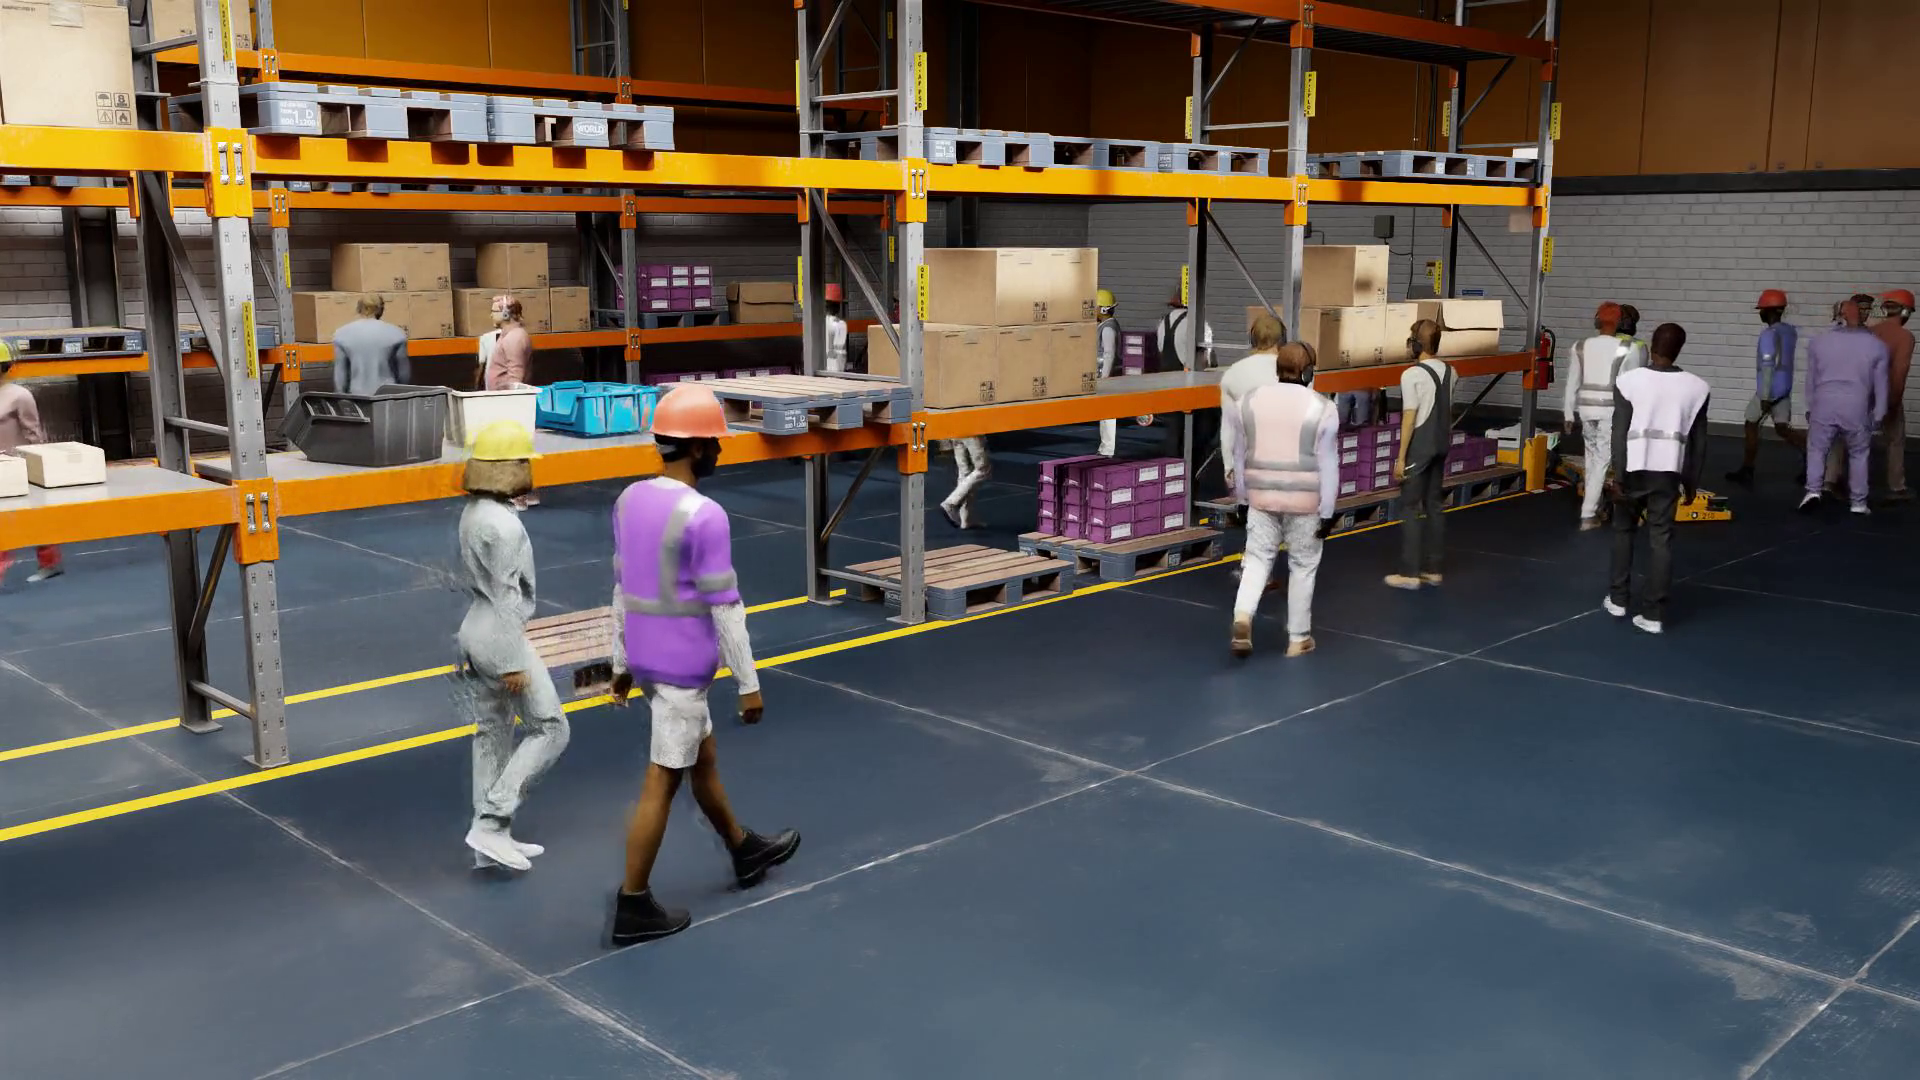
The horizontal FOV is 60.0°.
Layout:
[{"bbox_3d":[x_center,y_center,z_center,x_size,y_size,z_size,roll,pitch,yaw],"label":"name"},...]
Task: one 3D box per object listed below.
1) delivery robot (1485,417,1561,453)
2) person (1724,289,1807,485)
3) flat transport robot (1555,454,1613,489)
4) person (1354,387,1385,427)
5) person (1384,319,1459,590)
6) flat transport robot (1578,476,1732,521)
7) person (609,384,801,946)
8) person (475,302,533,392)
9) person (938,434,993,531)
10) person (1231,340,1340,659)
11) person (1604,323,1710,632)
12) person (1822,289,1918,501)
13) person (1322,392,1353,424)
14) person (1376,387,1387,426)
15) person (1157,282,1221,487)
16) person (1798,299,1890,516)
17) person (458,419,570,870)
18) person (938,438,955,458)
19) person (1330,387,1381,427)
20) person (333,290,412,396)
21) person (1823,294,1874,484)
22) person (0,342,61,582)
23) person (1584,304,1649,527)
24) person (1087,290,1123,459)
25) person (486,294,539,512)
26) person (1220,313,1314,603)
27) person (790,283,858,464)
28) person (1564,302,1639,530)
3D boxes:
[{"bbox_3d":[5.728,-1.009,16.946,0.707,0.478,0.477,5,12,26],"label":"delivery robot"},{"bbox_3d":[7.905,-1.450,15.969,0.564,1.902,0.895,-7,13,-35],"label":"person"},{"bbox_3d":[6.196,-0.640,15.965,0.652,0.197,1.431,2,11,9],"label":"flat transport robot"},{"bbox_3d":[4.591,-2.042,19.068,0.605,1.941,0.794,-5,12,-27],"label":"person"},{"bbox_3d":[3.167,-0.582,11.356,0.517,1.843,0.327,-7,12,-33],"label":"person"},{"bbox_3d":[6.039,-0.376,14.521,0.652,0.197,1.431,-1,10,-6],"label":"flat transport robot"},{"bbox_3d":[-0.876,0.410,5.805,0.955,1.891,0.581,-9,14,-41],"label":"person"},{"bbox_3d":[-4.212,-1.290,15.333,0.566,1.814,1.006,3,11,14],"label":"person"},{"bbox_3d":[0.037,-0.859,13.440,0.455,1.625,0.529,-7,12,-33],"label":"person"},{"bbox_3d":[1.817,-0.205,9.347,0.634,1.826,0.712,6,12,30],"label":"person"},{"bbox_3d":[4.315,-0.406,10.340,0.591,1.858,0.882,2,11,10],"label":"person"},{"bbox_3d":[8.272,-1.296,15.045,1.055,1.936,0.620,-4,11,-20],"label":"person"},{"bbox_3d":[3.928,-1.611,17.658,0.879,1.591,0.527,1,10,3],"label":"person"},{"bbox_3d":[5.097,-2.188,20.516,0.541,1.696,0.315,-4,11,-19],"label":"person"},{"bbox_3d":[2.166,-1.483,15.730,0.536,2.000,0.713,-6,12,-28],"label":"person"},{"bbox_3d":[7.553,-1.118,14.191,0.672,1.876,0.702,7,13,34],"label":"person"},{"bbox_3d":[-1.706,0.409,6.274,0.385,1.729,0.492,-7,12,-33],"label":"person"},{"bbox_3d":[-0.278,-1.810,17.870,0.682,1.916,0.627,-3,11,-18],"label":"person"},{"bbox_3d":[3.908,-1.487,16.550,0.547,1.741,0.606,7,13,35],"label":"person"},{"bbox_3d":[-5.223,-1.268,14.882,0.639,1.918,0.489,-1,10,-6],"label":"person"},{"bbox_3d":[8.642,-1.476,16.233,0.569,1.840,0.374,-8,13,-36],"label":"person"},{"bbox_3d":[-6.493,-0.500,11.262,0.529,1.719,0.921,4,11,20],"label":"person"},{"bbox_3d":[5.454,-1.029,13.819,0.430,1.838,0.619,-7,12,-33],"label":"person"},{"bbox_3d":[1.517,-1.723,17.609,0.403,1.833,0.586,1,10,4],"label":"person"},{"bbox_3d":[-3.918,-1.190,14.520,0.403,1.907,0.651,-2,11,-9],"label":"person"},{"bbox_3d":[1.945,-0.505,10.749,0.631,1.914,0.876,8,13,38],"label":"person"},{"bbox_3d":[-1.435,-1.729,17.450,0.548,1.911,0.844,8,13,38],"label":"person"},{"bbox_3d":[5.375,-1.032,13.786,0.841,1.851,0.586,-9,14,-42],"label":"person"}]
